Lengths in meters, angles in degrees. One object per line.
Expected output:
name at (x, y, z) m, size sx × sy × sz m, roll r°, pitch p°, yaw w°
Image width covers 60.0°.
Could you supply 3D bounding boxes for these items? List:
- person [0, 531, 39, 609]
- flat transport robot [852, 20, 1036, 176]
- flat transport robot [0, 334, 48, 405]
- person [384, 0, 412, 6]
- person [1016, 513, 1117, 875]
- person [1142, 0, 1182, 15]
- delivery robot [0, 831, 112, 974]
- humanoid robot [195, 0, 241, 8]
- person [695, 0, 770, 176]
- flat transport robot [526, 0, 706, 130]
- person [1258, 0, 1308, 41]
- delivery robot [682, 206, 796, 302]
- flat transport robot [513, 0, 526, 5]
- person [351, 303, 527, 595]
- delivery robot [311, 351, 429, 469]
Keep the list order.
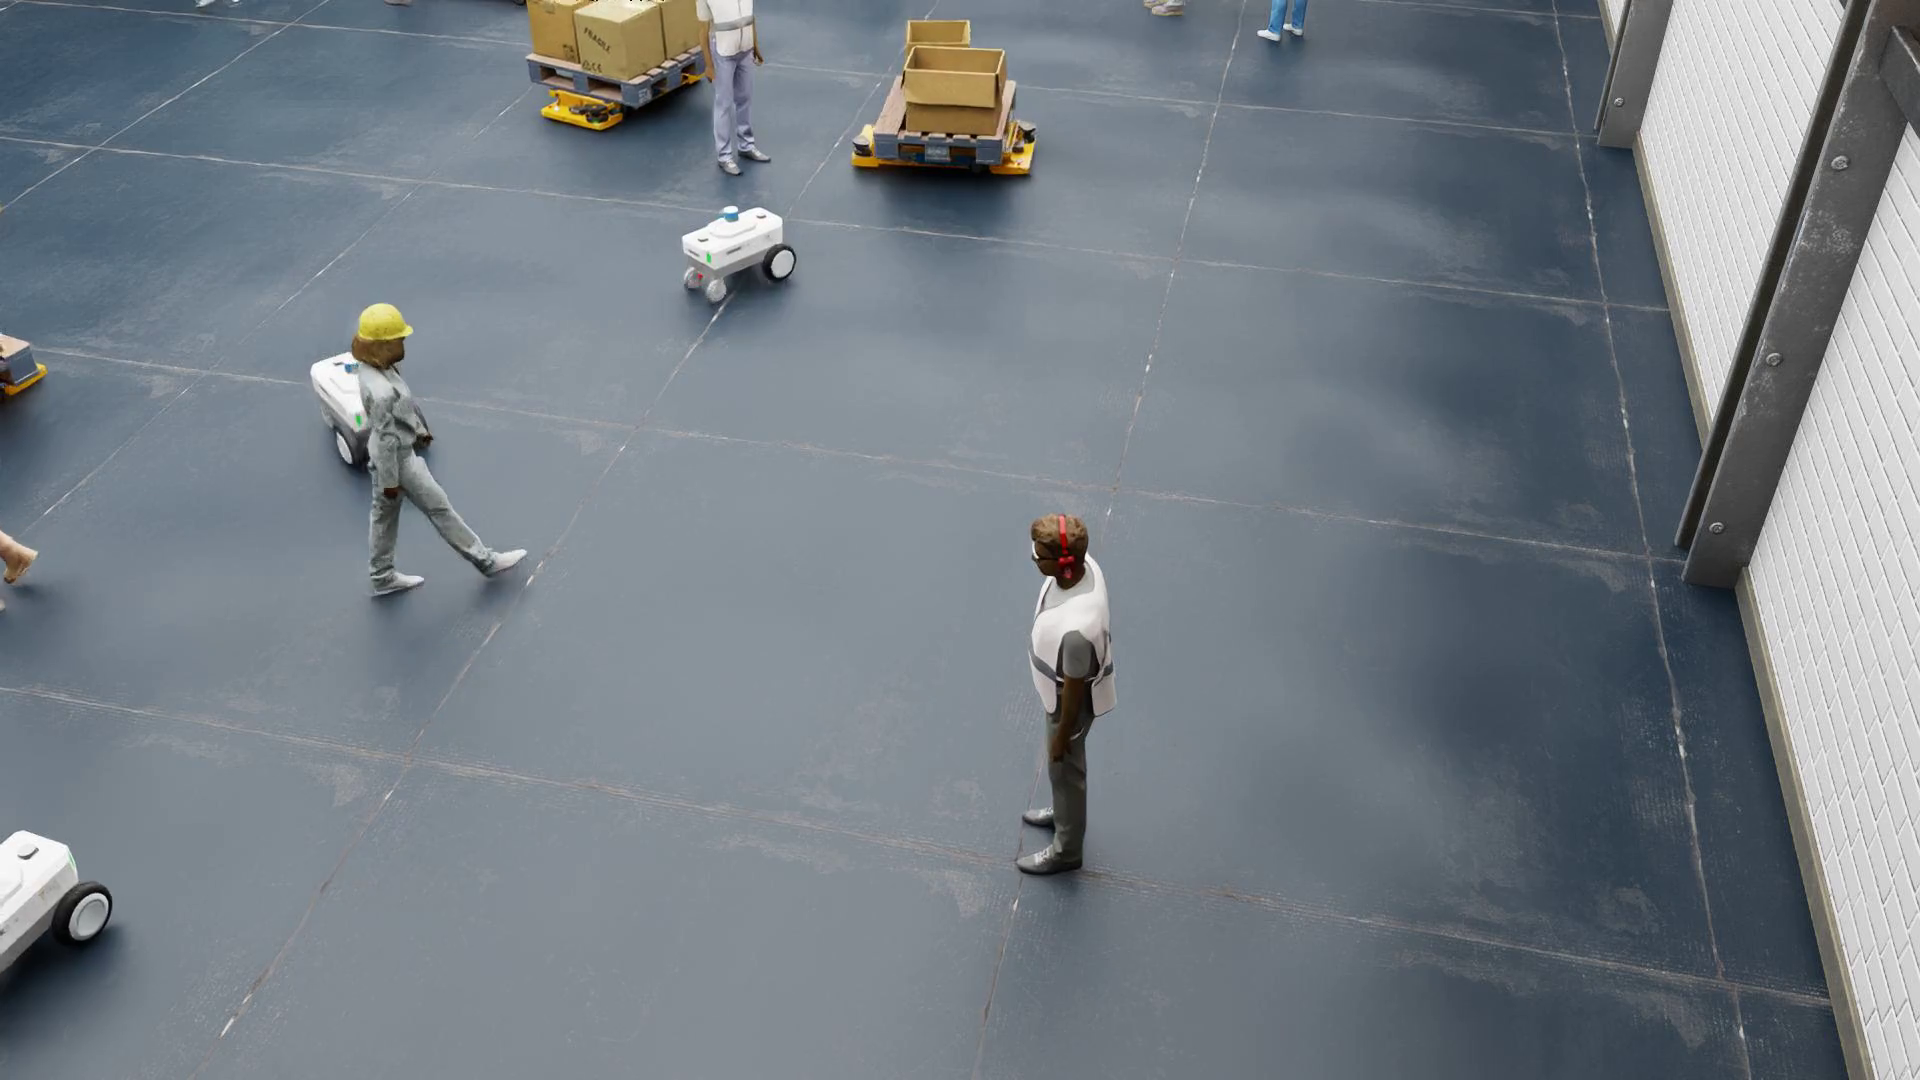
person at (-5.200, -0.359, 8.474) m, size 0.439 × 1.732 × 0.528 m, roll -7°, pitch 37°, yaw -10°
flat transport robot at (-0.121, -3.214, 13.520) m, size 1.431 × 0.231 × 0.659 m, roll 5°, pitch 37°, yaw 6°
flat transport robot at (-6.520, -0.843, 10.347) m, size 0.659 × 0.231 × 1.431 m, roll 16°, pitch 40°, yaw 21°
person at (-5.514, -6.173, 16.152) m, size 0.418 × 1.866 × 0.555 m, roll 17°, pitch 40°, yaw 21°
person at (0.456, 0.652, 7.042) m, size 0.408 × 1.833 × 0.562 m, roll 0°, pitch 37°, yaw 0°
person at (1.958, -5.907, 15.787) m, size 0.515 × 1.864 × 0.570 m, roll -4°, pitch 37°, yaw -5°
delivery robot at (-3.985, 1.566, 6.900) m, size 0.503 × 0.613 × 0.784 m, roll 13°, pitch 39°, yaw 17°
humanoid robot at (-7.328, -5.889, 15.878) m, size 0.542 × 1.763 × 0.906 m, roll 9°, pitch 38°, yaw 12°
person at (-1.791, -3.793, 12.989) m, size 0.382 × 1.840 × 0.576 m, roll 27°, pitch 44°, yaw 31°
flat transport robot at (-2.939, -3.947, 14.500) m, size 0.659 × 0.231 × 1.431 m, roll 19°, pitch 41°, yaw 24°
person at (3.062, -5.510, 15.381) m, size 0.487 × 1.720 × 0.379 m, roll -21°, pitch 41°, yaw -25°
delivery robot at (-1.580, -2.064, 11.748) m, size 0.801 × 0.602 × 0.499 m, roll -30°, pitch 46°, yaw -34°
flat transport robot at (-4.583, -5.640, 16.766) m, size 1.431 × 0.231 × 0.659 m, roll 10°, pitch 38°, yaw 14°
person at (-2.807, -0.467, 8.640) m, size 0.888 × 1.693 × 0.499 m, roll -15°, pitch 39°, yaw -19°
delivery robot at (-3.622, -0.832, 10.091) m, size 0.499 × 0.592 × 0.774 m, roll -27°, pitch 44°, yaw -31°
